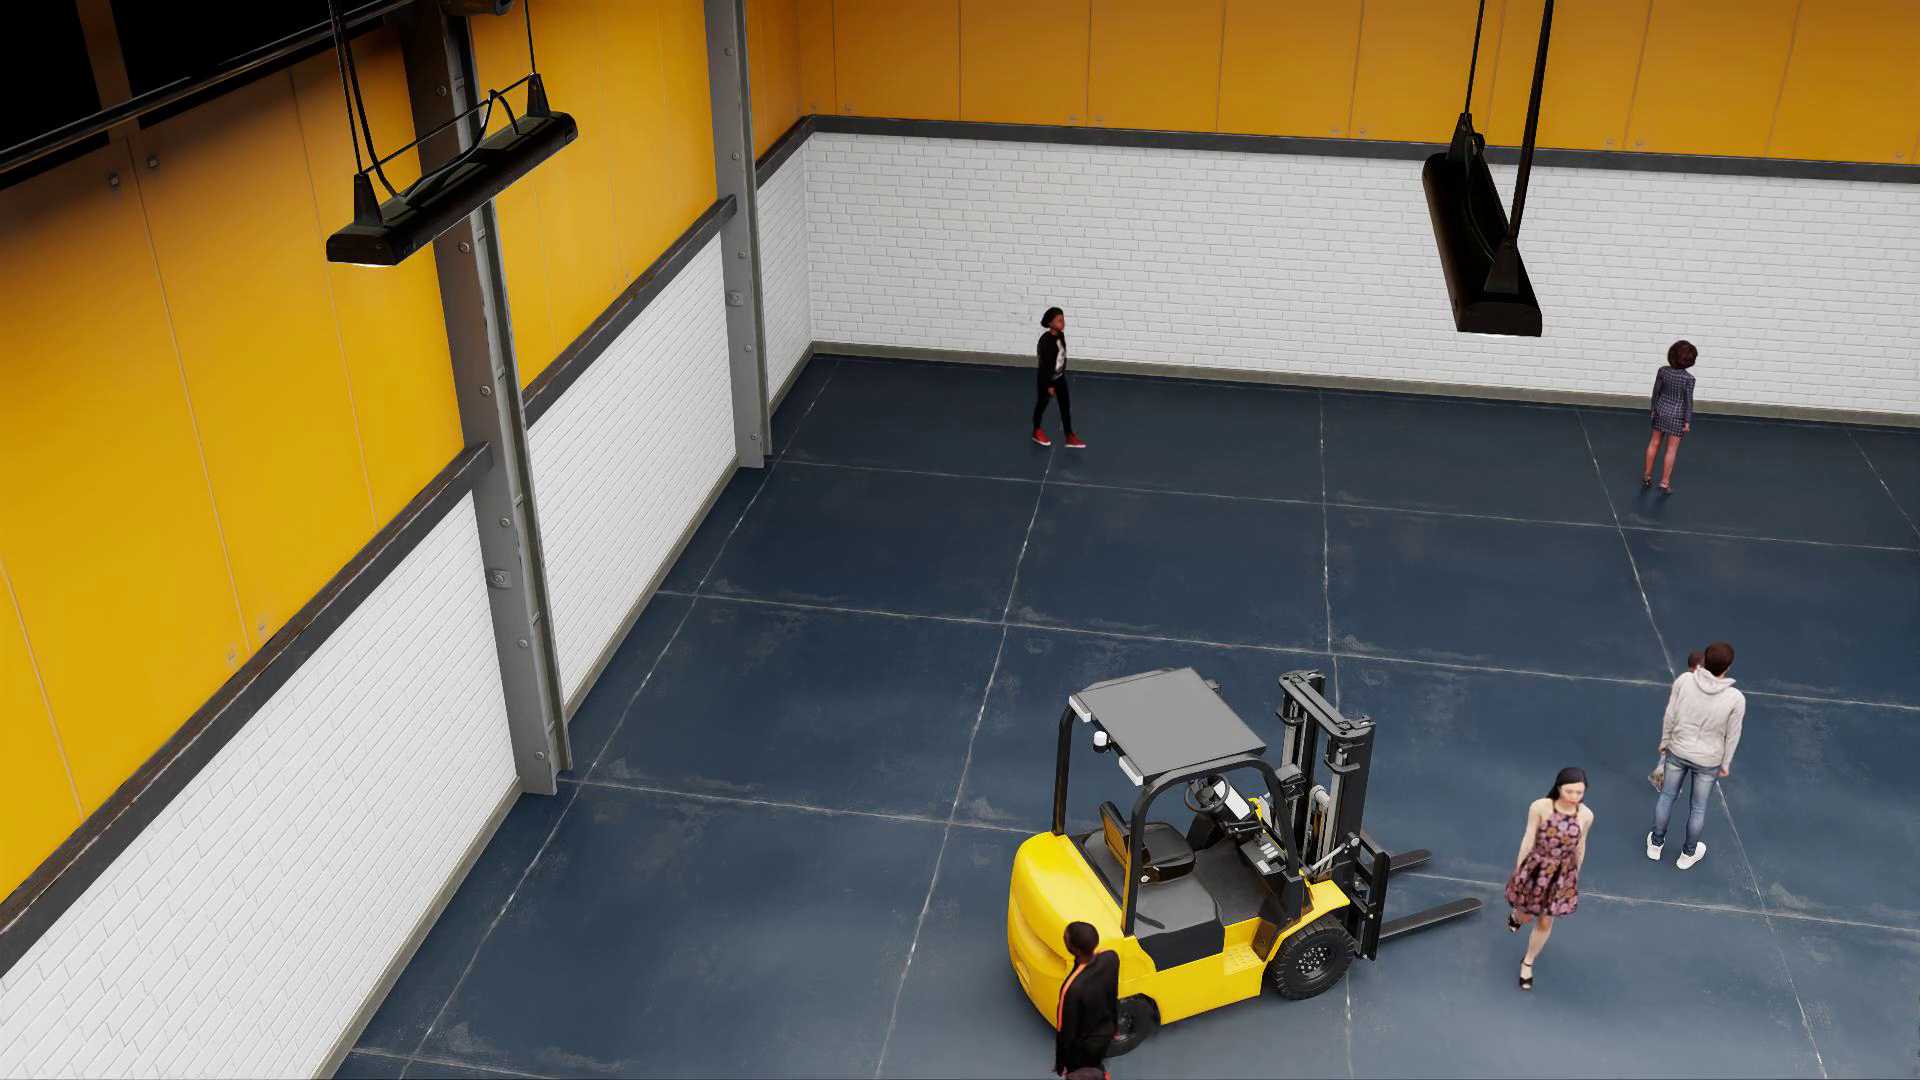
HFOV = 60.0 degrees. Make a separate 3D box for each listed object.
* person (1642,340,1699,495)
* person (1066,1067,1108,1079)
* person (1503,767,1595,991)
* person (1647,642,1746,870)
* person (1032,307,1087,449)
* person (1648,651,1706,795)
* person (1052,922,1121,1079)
[{"bbox_3d":[7.492,-1.296,17.554,0.753,1.703,0.696,-19,34,-31],"label":"person"},{"bbox_3d":[0.679,3.452,8.687,0.824,1.859,0.701,-10,30,-17],"label":"person"},{"bbox_3d":[3.889,2.195,11.093,0.627,1.762,0.812,4,29,8],"label":"person"},{"bbox_3d":[5.367,1.558,12.165,0.751,1.853,0.731,18,33,30],"label":"person"},{"bbox_3d":[0.946,-1.812,18.557,0.970,1.648,0.967,-25,37,-37],"label":"person"},{"bbox_3d":[5.605,1.401,13.032,0.589,1.298,0.650,-23,36,-35],"label":"person"},{"bbox_3d":[0.806,2.958,9.661,0.865,1.793,0.919,-21,35,-33],"label":"person"}]
